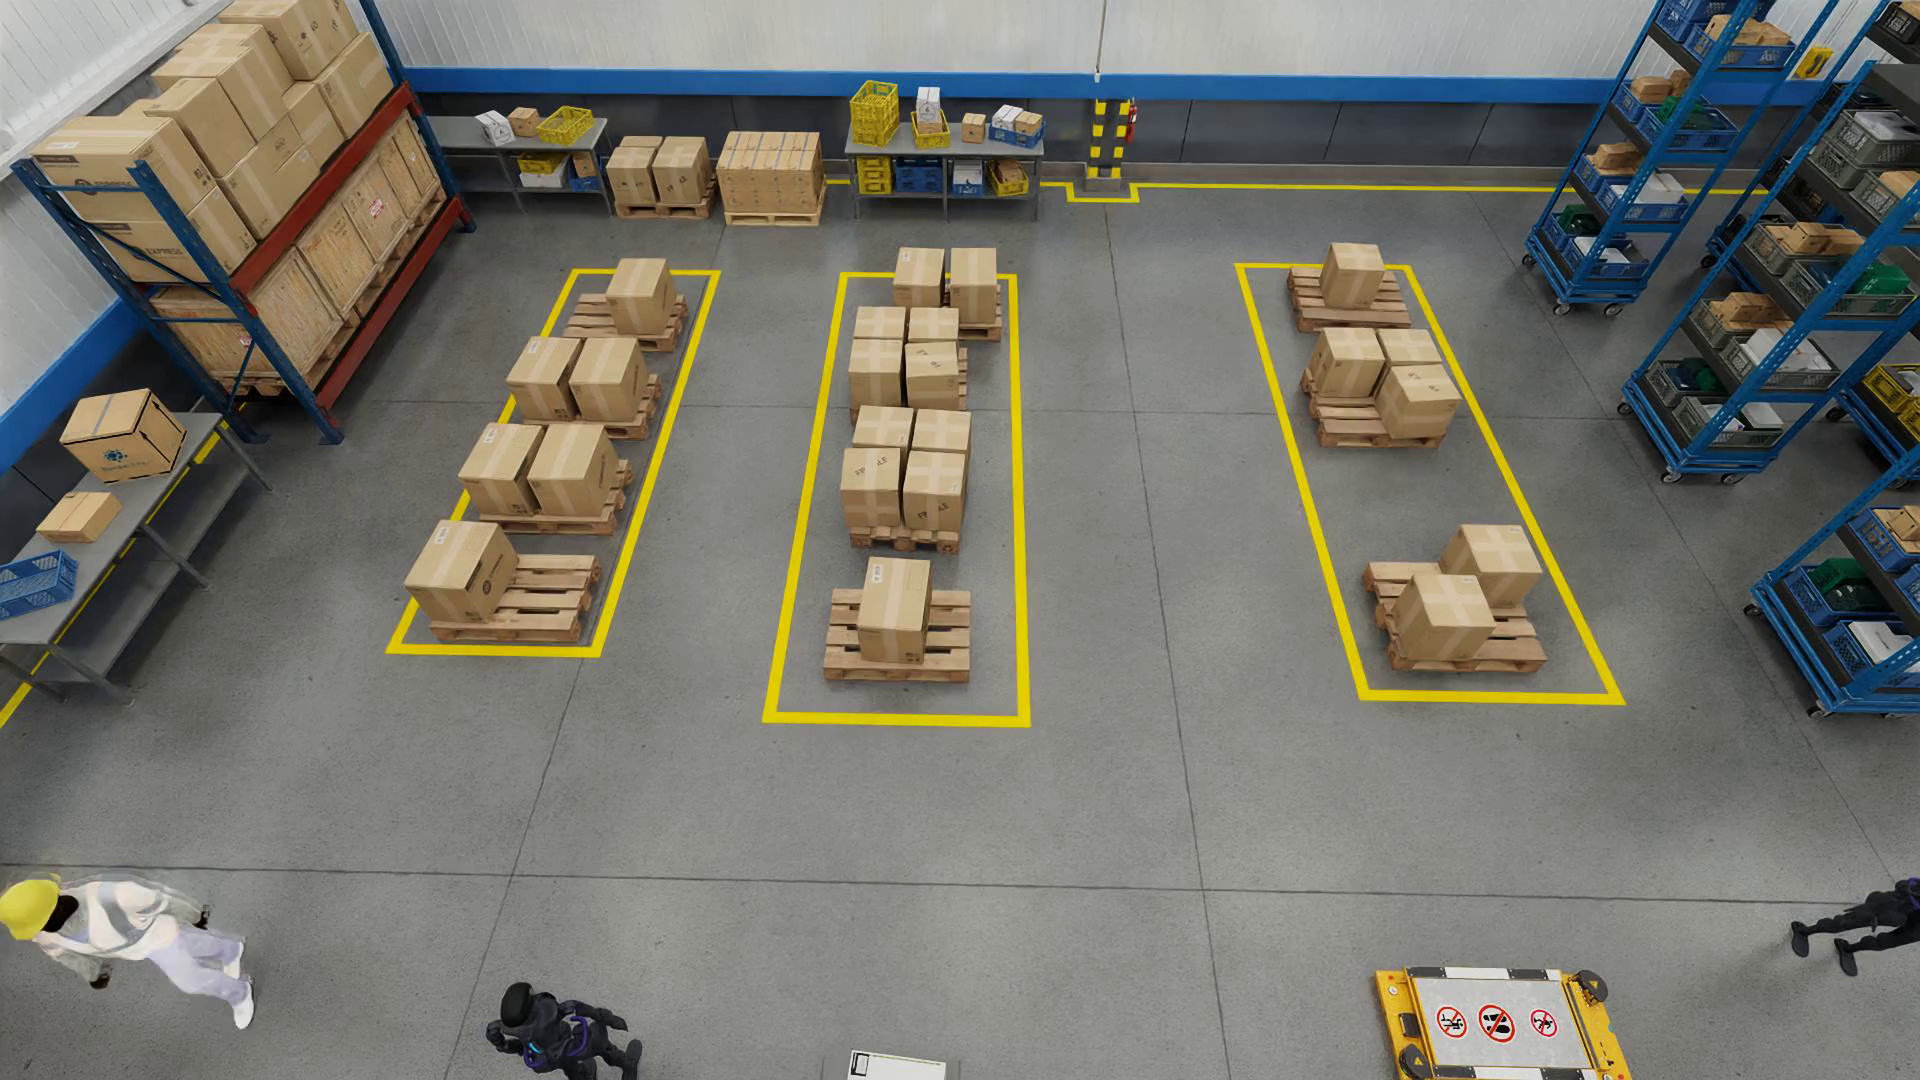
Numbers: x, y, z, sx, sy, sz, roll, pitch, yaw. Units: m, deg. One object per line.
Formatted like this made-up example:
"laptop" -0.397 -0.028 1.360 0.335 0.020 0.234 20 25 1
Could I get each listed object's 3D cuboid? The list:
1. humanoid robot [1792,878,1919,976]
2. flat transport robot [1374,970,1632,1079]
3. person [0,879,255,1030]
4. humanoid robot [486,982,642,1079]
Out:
"humanoid robot" 5.938 2.338 5.669 0.581 1.652 0.337 20 54 16
"flat transport robot" 3.501 3.133 5.914 1.431 0.197 0.652 1 51 1
"person" -4.885 2.453 5.433 0.588 1.901 0.743 -9 51 -8
"humanoid robot" -2.258 2.855 5.241 0.610 1.657 0.315 -13 52 -11
